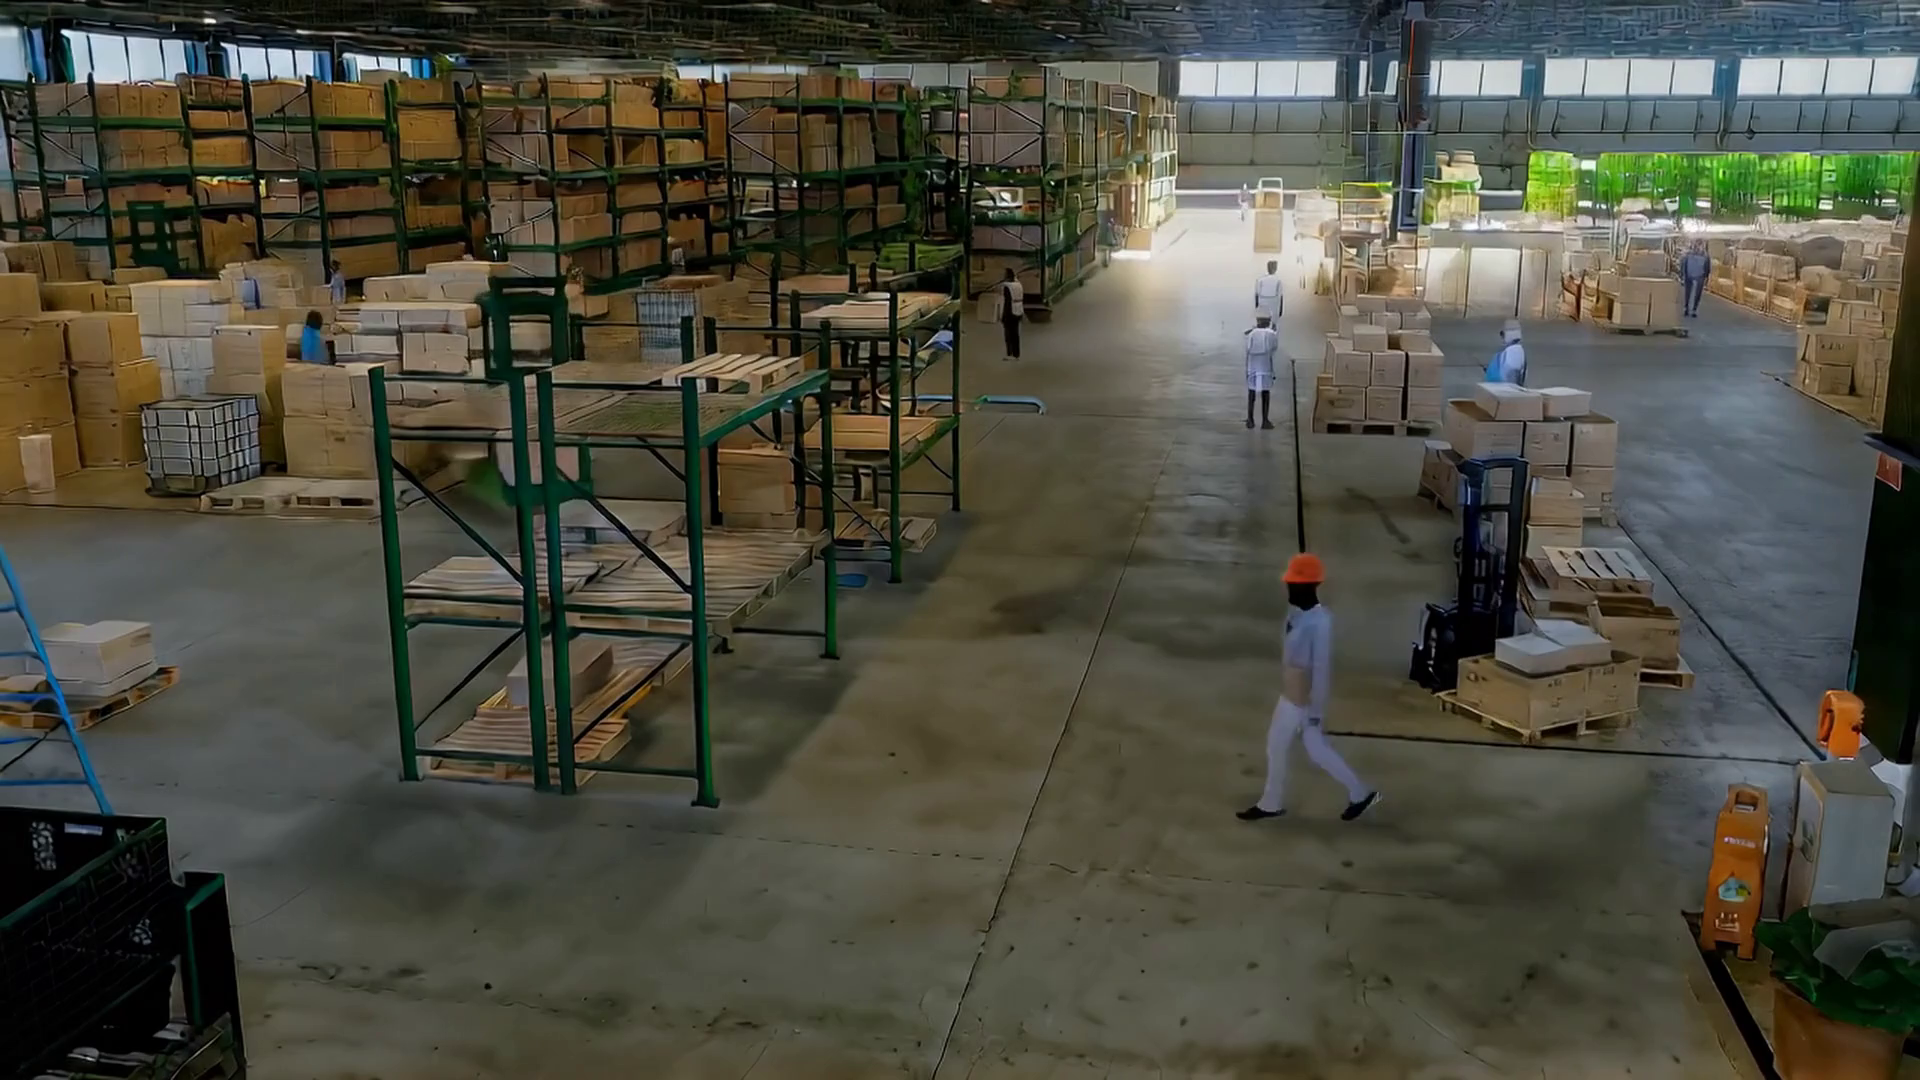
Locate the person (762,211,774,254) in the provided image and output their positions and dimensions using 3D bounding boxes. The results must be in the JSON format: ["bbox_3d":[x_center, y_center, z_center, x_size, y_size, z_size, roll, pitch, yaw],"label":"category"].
[{"bbox_3d":[-7.270,-11.672,63.157,0.498,1.634,0.284,-1,14,-3],"label":"person"}]

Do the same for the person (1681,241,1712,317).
[{"bbox_3d":[18.503,-6.535,41.779,0.673,1.881,0.785,4,14,17],"label":"person"}]

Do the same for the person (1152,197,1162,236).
[{"bbox_3d":[8.735,-14.374,73.894,0.435,1.747,0.562,-10,17,-35],"label":"person"}]

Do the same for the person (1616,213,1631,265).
[{"bbox_3d":[23.160,-10.512,58.077,0.406,1.821,0.600,10,17,35],"label":"person"}]

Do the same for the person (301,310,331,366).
[{"bbox_3d":[-10.224,-2.756,26.556,0.481,1.826,0.658,-2,14,-9],"label":"person"}]

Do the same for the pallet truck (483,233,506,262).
[{"bbox_3d":[-11.832,-7.026,43.548,1.885,1.965,0.823,8,16,28],"label":"pallet truck"}]

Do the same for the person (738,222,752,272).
[{"bbox_3d":[-7.165,-9.803,55.461,0.535,1.690,0.319,-13,19,-43],"label":"person"}]

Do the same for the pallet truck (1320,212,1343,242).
[{"bbox_3d":[15.874,-13.227,70.310,0.680,1.201,1.601,10,17,35],"label":"pallet truck"}]

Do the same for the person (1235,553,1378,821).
[{"bbox_3d":[2.377,1.004,11.162,0.898,1.899,0.594,-1,14,-6],"label":"person"}]

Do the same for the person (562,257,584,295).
[{"bbox_3d":[-9.358,-6.023,40.229,0.524,1.631,0.320,-1,14,-3],"label":"person"}]

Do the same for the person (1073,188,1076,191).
[{"bbox_3d":[6.141,-18.045,89.020,0.310,1.640,0.514,9,17,33],"label":"person"}]

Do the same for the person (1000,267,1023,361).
[{"bbox_3d":[1.077,-4.602,33.909,0.447,1.897,0.620,8,16,29],"label":"person"}]

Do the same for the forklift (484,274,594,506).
[{"bbox_3d":[-5.445,-1.978,21.234,1.129,2.768,1.873,-6,15,-23],"label":"forklift"}]

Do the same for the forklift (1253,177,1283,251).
[{"bbox_3d":[12.083,-12.747,64.956,1.129,2.768,1.873,3,14,10],"label":"forklift"}]

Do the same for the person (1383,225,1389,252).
[{"bbox_3d":[14.429,-9.888,55.940,0.287,1.625,0.497,-10,17,-36],"label":"person"}]

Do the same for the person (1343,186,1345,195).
[{"bbox_3d":[21.154,-18.675,91.392,0.513,1.724,0.584,1,14,3],"label":"person"}]

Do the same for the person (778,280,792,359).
[{"bbox_3d":[-3.608,-4.490,33.987,0.311,1.638,0.523,4,14,16],"label":"person"}]

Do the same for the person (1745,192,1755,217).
[{"bbox_3d":[37.859,-15.777,79.501,0.616,1.782,0.885,-8,16,-31],"label":"person"}]

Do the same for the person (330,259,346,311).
[{"bbox_3d":[-14.481,-5.690,38.735,0.316,1.698,0.541,-6,15,-24],"label":"person"}]

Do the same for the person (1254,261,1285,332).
[{"bbox_3d":[6.553,-4.951,35.285,0.624,1.923,0.992,2,14,10],"label":"person"}]

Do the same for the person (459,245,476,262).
[{"bbox_3d":[-11.999,-6.246,40.598,0.641,1.903,0.992,11,17,37],"label":"person"}]

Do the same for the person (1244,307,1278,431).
[{"bbox_3d":[4.707,-2.675,26.022,0.542,1.931,0.366,8,16,30],"label":"person"}]

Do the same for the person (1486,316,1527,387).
[{"bbox_3d":[7.819,-2.196,23.846,0.536,2.000,0.683,5,15,19],"label":"person"}]

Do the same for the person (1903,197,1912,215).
[{"bbox_3d":[40.513,-13.746,71.173,0.446,1.826,0.595,1,14,4],"label":"person"}]

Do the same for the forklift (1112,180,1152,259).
[{"bbox_3d":[6.082,-11.722,60.796,1.873,2.768,1.129,2,14,9],"label":"forklift"}]

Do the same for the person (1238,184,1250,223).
[{"bbox_3d":[14.489,-17.229,85.033,0.622,1.972,0.823,-5,15,-19],"label":"person"}]

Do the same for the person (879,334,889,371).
[{"bbox_3d":[-1.498,-3.927,31.271,0.599,1.848,0.554,-8,16,-28],"label":"person"}]

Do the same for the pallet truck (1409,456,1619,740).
[{"bbox_3d":[4.504,0.400,13.395,0.823,1.965,1.885,-6,15,-23],"label":"pallet truck"}]

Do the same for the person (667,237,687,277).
[{"bbox_3d":[-7.489,-7.079,44.022,1.022,1.864,0.569,-10,17,-35],"label":"person"}]

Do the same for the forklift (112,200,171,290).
[{"bbox_3d":[-21.373,-7.545,43.838,1.129,2.768,1.873,3,14,10],"label":"forklift"}]

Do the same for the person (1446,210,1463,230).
[{"bbox_3d":[16.429,-9.942,55.304,0.606,2.039,0.381,-4,14,-17],"label":"person"}]

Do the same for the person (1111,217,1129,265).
[{"bbox_3d":[5.565,-10.447,58.096,0.686,1.669,0.541,13,19,43],"label":"person"}]
